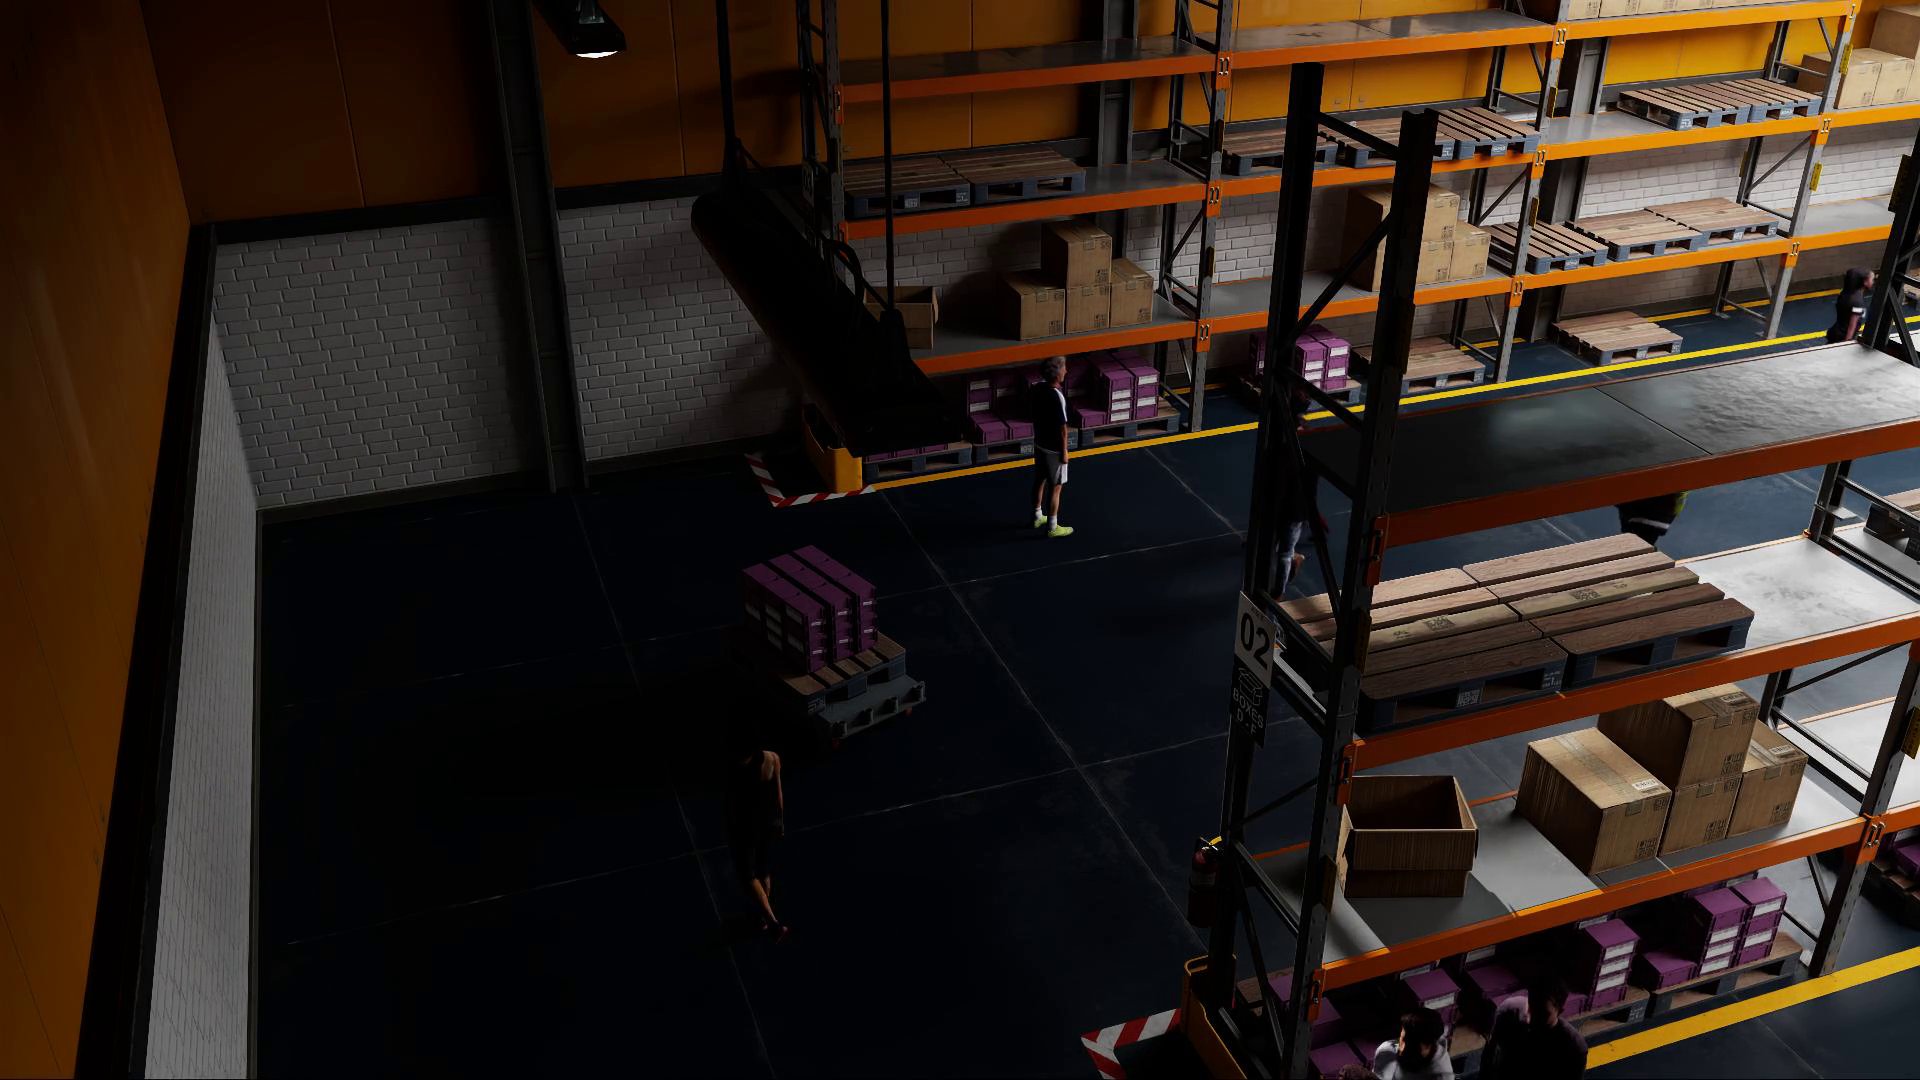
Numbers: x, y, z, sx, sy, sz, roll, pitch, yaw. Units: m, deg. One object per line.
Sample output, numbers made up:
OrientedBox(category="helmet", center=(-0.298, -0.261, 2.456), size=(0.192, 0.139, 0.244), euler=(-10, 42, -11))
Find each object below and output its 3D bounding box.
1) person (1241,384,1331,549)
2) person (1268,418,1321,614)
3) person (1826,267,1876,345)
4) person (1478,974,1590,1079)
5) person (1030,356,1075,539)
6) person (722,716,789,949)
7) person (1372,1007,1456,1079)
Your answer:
OrientedBox(category="person", center=(3.170, -0.674, 15.634), size=(1.160, 1.673, 0.766), euler=(-3, 29, -6))
OrientedBox(category="person", center=(2.932, -0.264, 14.727), size=(0.897, 1.821, 1.045), euler=(25, 37, 38))
OrientedBox(category="person", center=(9.659, -2.175, 18.370), size=(1.239, 1.688, 1.004), euler=(4, 29, 7))
OrientedBox(category="person", center=(3.011, 2.981, 8.771), size=(1.169, 1.828, 0.957), euler=(-22, 35, -34))
OrientedBox(category="person", center=(0.864, -0.913, 15.900), size=(0.611, 1.837, 0.679), euler=(-16, 33, -27))
OrientedBox(category="person", center=(-1.288, 1.934, 10.814), size=(0.855, 1.710, 0.713), euler=(-16, 32, -26))
OrientedBox(category="person", center=(2.325, 3.100, 8.490), size=(1.307, 1.889, 0.998), euler=(-24, 37, -37))
